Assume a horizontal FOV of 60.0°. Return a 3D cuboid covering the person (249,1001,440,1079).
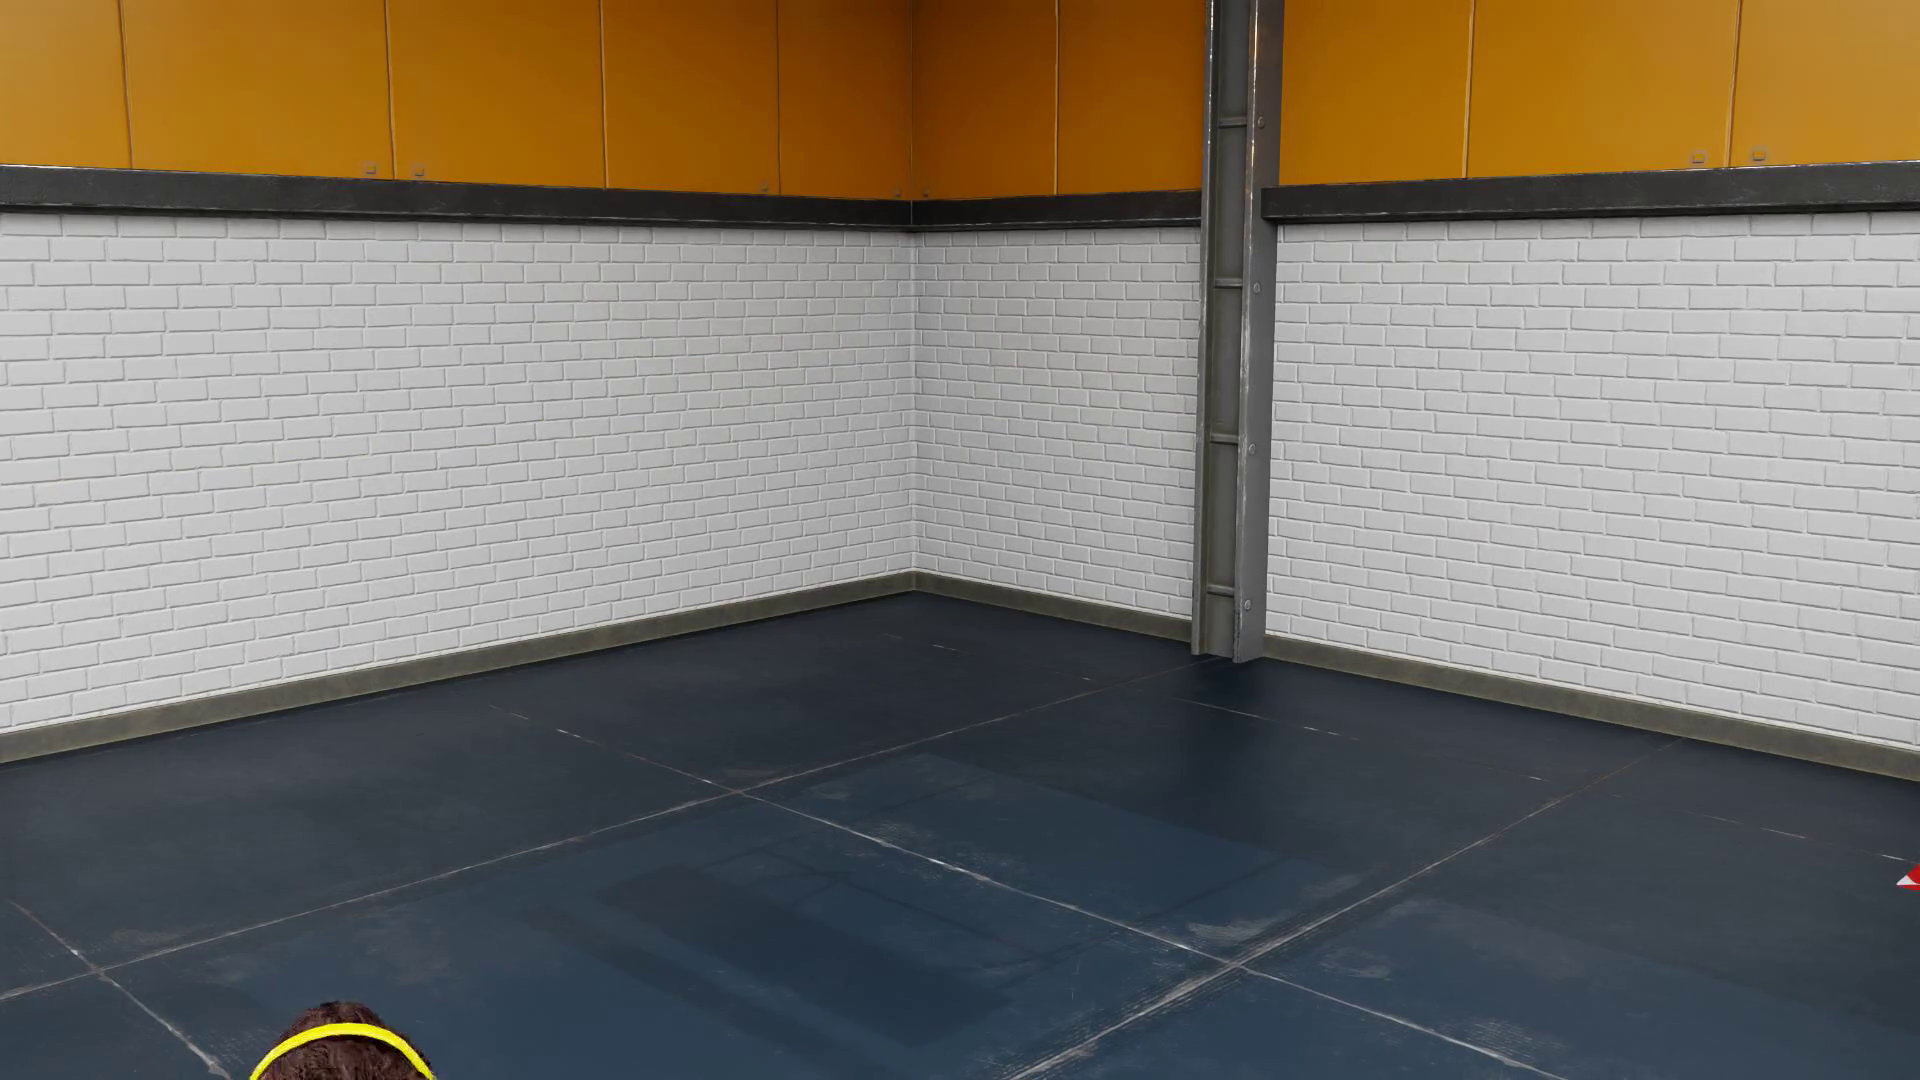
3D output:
[{"bbox_3d":[-0.632,1.401,1.813,0.546,1.850,0.764,-2,9,-10],"label":"person"}]
